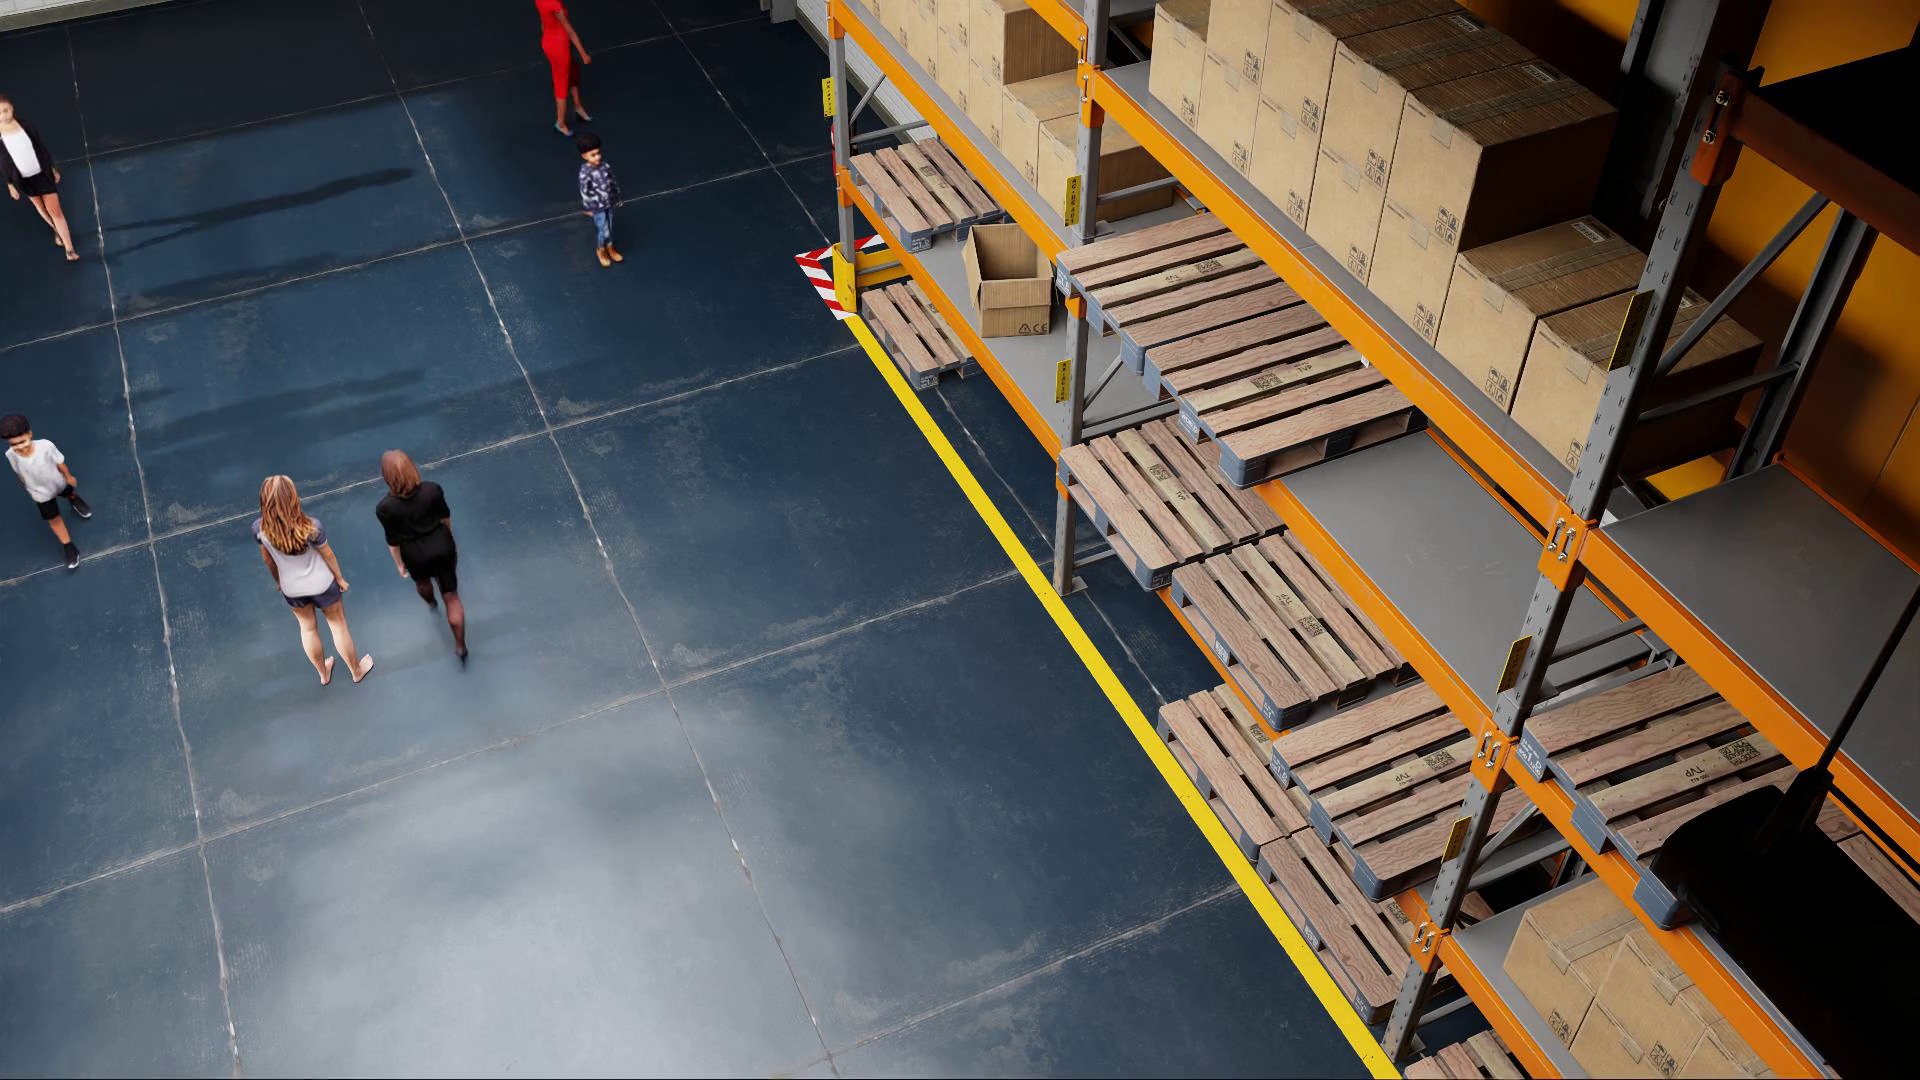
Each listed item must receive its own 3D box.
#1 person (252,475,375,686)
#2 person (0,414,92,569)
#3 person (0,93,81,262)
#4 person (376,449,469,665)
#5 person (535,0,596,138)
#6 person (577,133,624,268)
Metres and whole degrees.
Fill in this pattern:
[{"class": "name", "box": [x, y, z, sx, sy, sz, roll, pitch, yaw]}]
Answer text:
[{"class": "person", "box": [-4.215, 0.282, 10.745, 0.680, 1.729, 0.671, -1, 44, -1]}, {"class": "person", "box": [-6.545, -0.471, 11.907, 0.485, 1.215, 0.973, -20, 47, -20]}, {"class": "person", "box": [-8.142, -3.232, 14.578, 0.561, 1.529, 0.964, -19, 47, -19]}, {"class": "person", "box": [-3.460, 0.144, 10.934, 0.638, 1.667, 1.013, -21, 48, -21]}, {"class": "person", "box": [-3.901, -4.628, 15.897, 0.705, 1.732, 0.696, -25, 49, -24]}, {"class": "person", "box": [-3.173, -2.992, 14.536, 0.601, 1.239, 0.572, 28, 50, 26]}]
